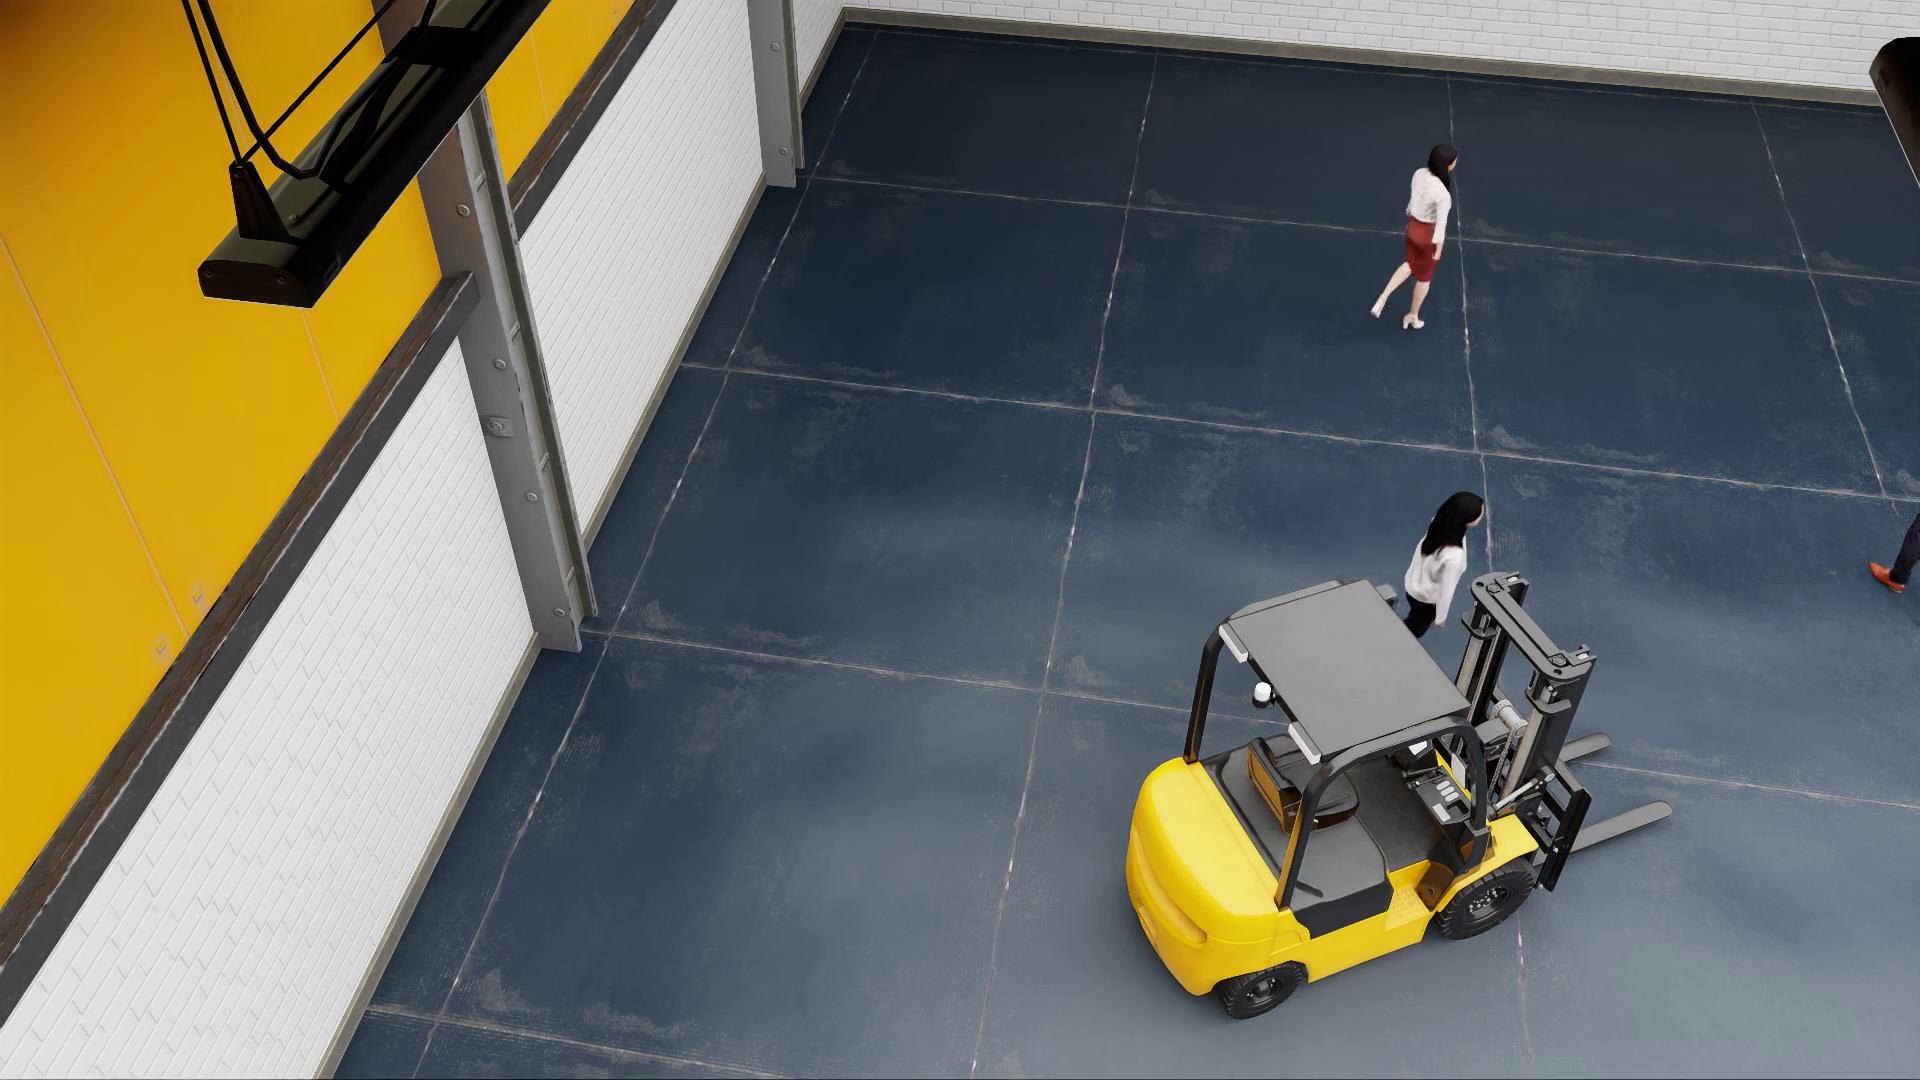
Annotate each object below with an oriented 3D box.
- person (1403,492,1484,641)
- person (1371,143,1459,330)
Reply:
[{"bbox_3d":[2.895,0.312,10.586,0.731,1.677,0.594,0,44,0],"label":"person"},{"bbox_3d":[3.661,-2.396,13.383,0.885,1.739,0.849,-16,46,-17],"label":"person"}]
